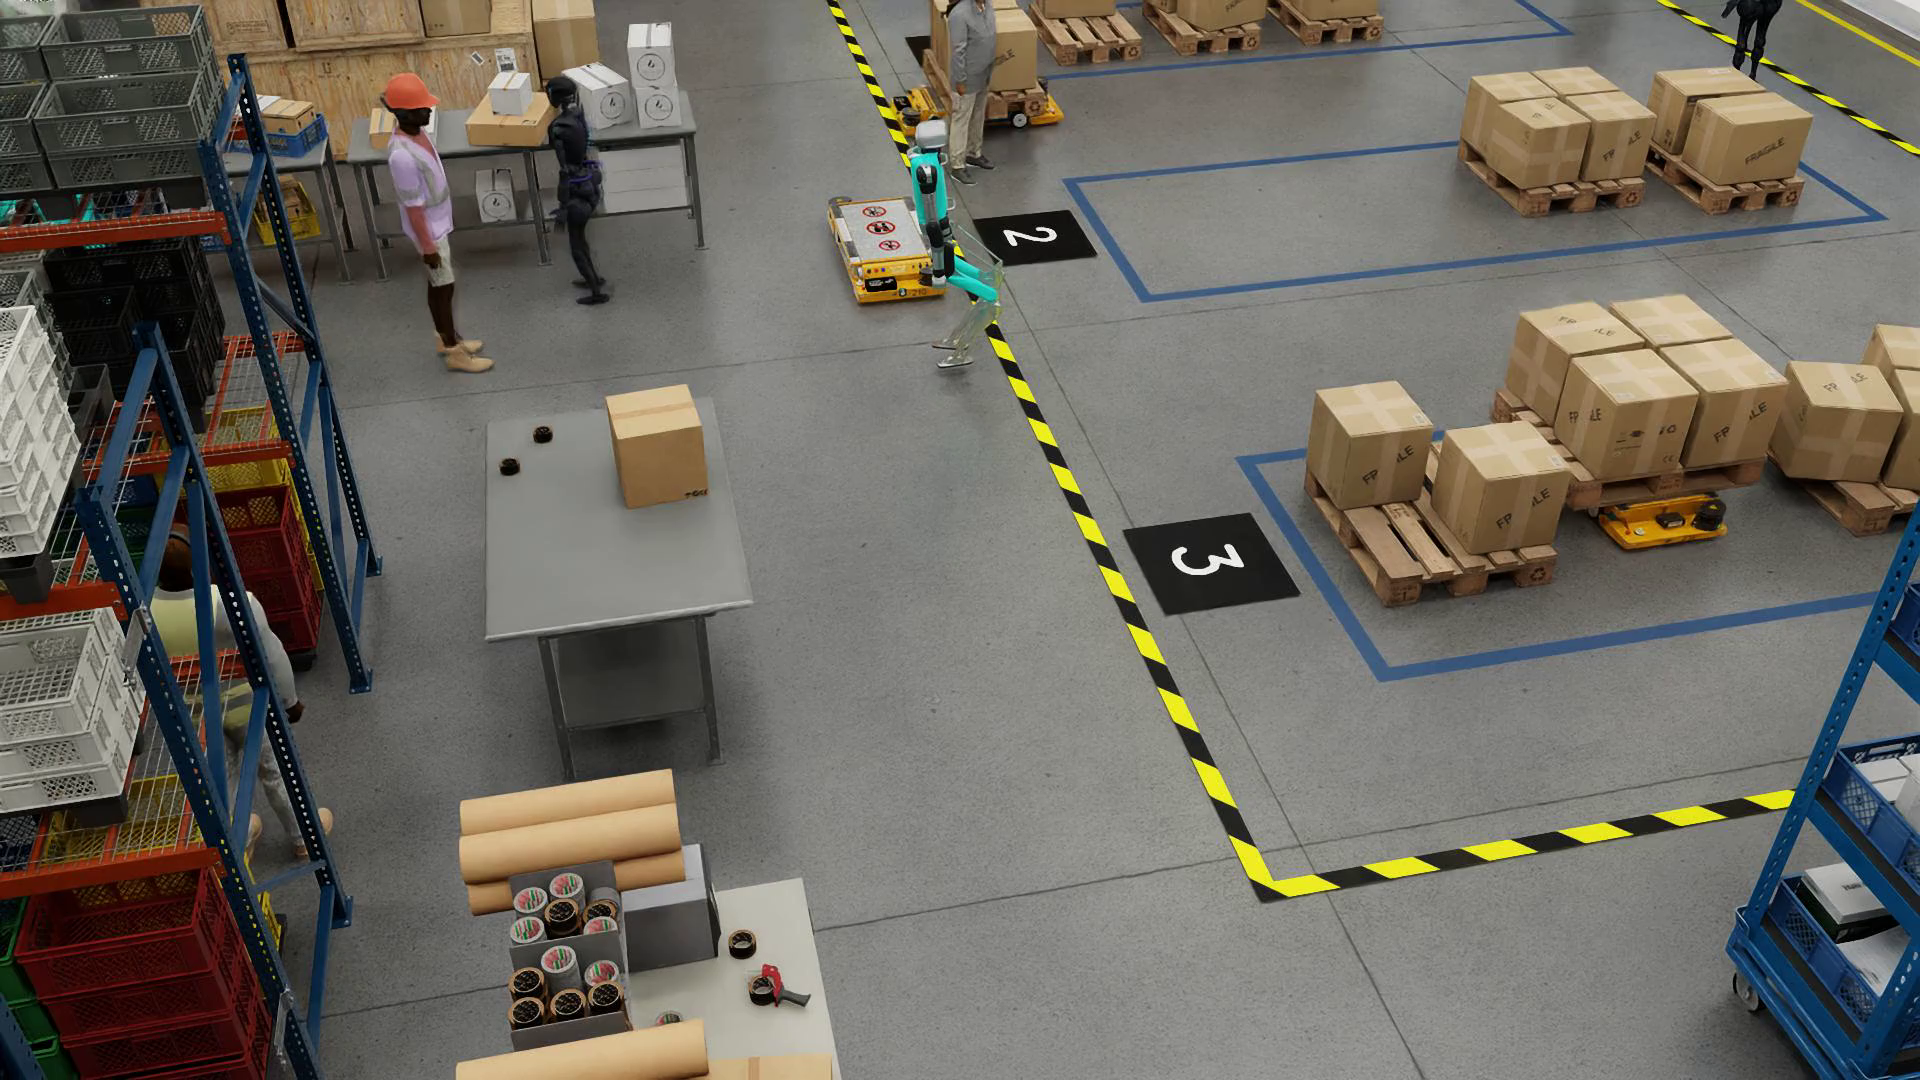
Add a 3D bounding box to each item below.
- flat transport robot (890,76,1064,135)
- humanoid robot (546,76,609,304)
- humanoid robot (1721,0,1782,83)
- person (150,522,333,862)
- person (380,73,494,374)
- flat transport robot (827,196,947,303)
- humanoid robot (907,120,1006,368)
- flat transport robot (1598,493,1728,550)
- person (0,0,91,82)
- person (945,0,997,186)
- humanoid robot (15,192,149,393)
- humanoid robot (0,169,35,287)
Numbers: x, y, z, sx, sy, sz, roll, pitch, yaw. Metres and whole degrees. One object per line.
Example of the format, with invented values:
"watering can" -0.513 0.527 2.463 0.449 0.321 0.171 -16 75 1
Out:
"flat transport robot" 0.146 -3.855 14.712 1.431 0.197 0.652 -8 37 -10
"humanoid robot" -2.698 -2.427 11.635 0.345 1.659 0.612 4 37 5
"humanoid robot" 7.166 -4.883 14.922 0.599 1.659 0.315 -15 39 -19
"person" -3.211 0.698 7.297 0.632 1.842 0.429 -3 37 -4
"person" -3.413 -2.048 10.825 0.401 2.042 0.609 -7 37 -9
"flat transport robot" -0.570 -2.220 12.538 0.659 0.231 1.431 -8 37 -10
"humanoid robot" 0.035 -1.904 10.774 0.735 1.672 0.533 -2 37 -2
"flat transport robot" 3.997 -0.464 10.155 0.652 0.197 1.431 -8 37 -10
"person" -7.231 -3.823 13.328 0.595 1.905 1.001 -29 45 -33
"person" 0.087 -3.765 13.356 0.398 1.767 0.574 18 40 22
"humanoid robot" -5.266 -1.407 10.131 0.531 1.695 0.745 -14 39 -18
"humanoid robot" -5.916 -1.810 10.786 0.709 1.801 0.531 5 37 6
